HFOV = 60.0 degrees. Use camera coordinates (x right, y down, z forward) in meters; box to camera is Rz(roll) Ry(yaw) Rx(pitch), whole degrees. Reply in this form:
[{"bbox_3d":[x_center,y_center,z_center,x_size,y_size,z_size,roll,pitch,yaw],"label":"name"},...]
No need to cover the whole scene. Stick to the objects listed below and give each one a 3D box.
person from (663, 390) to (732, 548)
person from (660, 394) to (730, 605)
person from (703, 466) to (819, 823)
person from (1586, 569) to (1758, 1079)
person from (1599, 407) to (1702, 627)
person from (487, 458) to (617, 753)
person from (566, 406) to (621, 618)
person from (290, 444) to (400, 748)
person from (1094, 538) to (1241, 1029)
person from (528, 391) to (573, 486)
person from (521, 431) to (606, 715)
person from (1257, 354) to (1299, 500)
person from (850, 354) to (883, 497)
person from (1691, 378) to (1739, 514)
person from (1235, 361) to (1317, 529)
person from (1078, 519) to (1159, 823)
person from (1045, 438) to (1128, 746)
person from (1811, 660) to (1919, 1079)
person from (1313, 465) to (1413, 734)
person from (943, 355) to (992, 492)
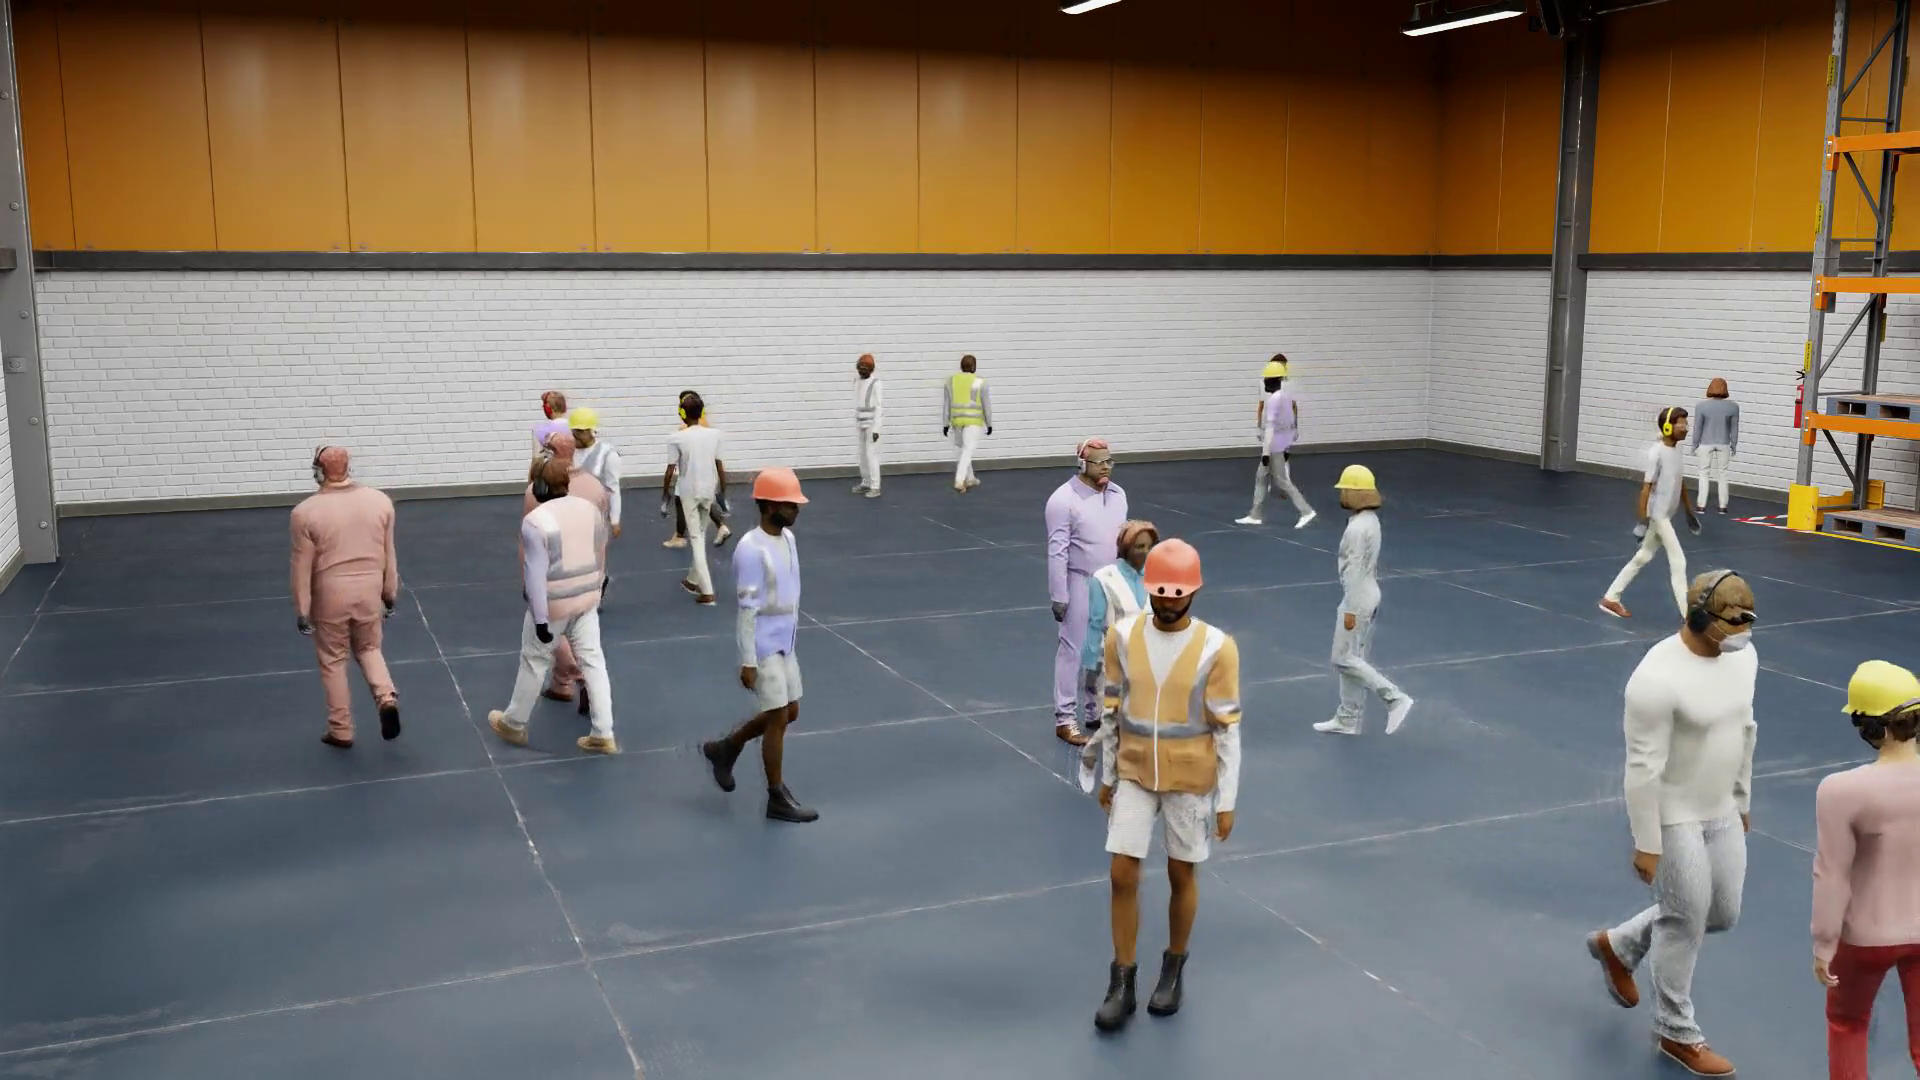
[{"bbox_3d":[-2.764,-0.735,17.382,0.683,1.678,0.540,4,10,23],"label":"person"},{"bbox_3d":[-2.394,-0.373,14.714,0.561,1.833,0.888,-7,11,-35],"label":"person"},{"bbox_3d":[-1.085,0.547,8.928,0.670,1.919,0.553,4,10,22],"label":"person"},{"bbox_3d":[2.609,1.009,6.138,0.684,1.907,0.628,-6,11,-31],"label":"person"},{"bbox_3d":[5.792,-0.198,13.740,0.996,1.828,0.507,7,12,38],"label":"person"},{"bbox_3d":[-2.501,0.395,10.188,0.950,1.795,0.631,7,11,35],"label":"person"},{"bbox_3d":[-3.087,-0.231,13.938,0.622,1.808,0.540,4,10,21],"label":"person"},{"bbox_3d":[-3.723,0.358,10.133,0.662,1.886,0.543,-9,13,-42],"label":"person"},{"bbox_3d":[0.772,0.953,6.411,0.578,1.920,0.653,4,10,21],"label":"person"},{"bbox_3d":[-3.743,-0.478,15.426,0.836,1.808,0.624,8,13,41],"label":"person"},{"bbox_3d":[-2.616,0.213,11.058,0.761,1.881,0.653,7,11,35],"label":"person"},{"bbox_3d":[4.033,-1.433,21.090,0.527,1.861,0.334,1,9,4],"label":"person"},{"bbox_3d":[-1.171,-1.461,21.279,0.442,1.847,0.643,-7,12,-38],"label":"person"},{"bbox_3d":[9.018,-1.122,19.874,0.507,1.630,0.268,2,10,15],"label":"person"},{"bbox_3d":[3.619,-1.073,18.801,0.921,1.896,0.596,4,10,23],"label":"person"},{"bbox_3d":[0.887,0.679,8.953,0.520,1.622,0.504,-4,10,-23],"label":"person"},{"bbox_3d":[0.830,0.310,10.368,0.651,1.906,0.404,-8,12,-40],"label":"person"},{"bbox_3d":[2.956,1.256,5.195,0.546,1.726,0.822,1,9,6],"label":"person"},{"bbox_3d":[2.530,0.392,10.387,0.530,1.728,0.501,4,10,22],"label":"person"},{"bbox_3d":[0.089,-1.545,21.964,0.641,1.798,0.963,5,10,27],"label":"person"}]
